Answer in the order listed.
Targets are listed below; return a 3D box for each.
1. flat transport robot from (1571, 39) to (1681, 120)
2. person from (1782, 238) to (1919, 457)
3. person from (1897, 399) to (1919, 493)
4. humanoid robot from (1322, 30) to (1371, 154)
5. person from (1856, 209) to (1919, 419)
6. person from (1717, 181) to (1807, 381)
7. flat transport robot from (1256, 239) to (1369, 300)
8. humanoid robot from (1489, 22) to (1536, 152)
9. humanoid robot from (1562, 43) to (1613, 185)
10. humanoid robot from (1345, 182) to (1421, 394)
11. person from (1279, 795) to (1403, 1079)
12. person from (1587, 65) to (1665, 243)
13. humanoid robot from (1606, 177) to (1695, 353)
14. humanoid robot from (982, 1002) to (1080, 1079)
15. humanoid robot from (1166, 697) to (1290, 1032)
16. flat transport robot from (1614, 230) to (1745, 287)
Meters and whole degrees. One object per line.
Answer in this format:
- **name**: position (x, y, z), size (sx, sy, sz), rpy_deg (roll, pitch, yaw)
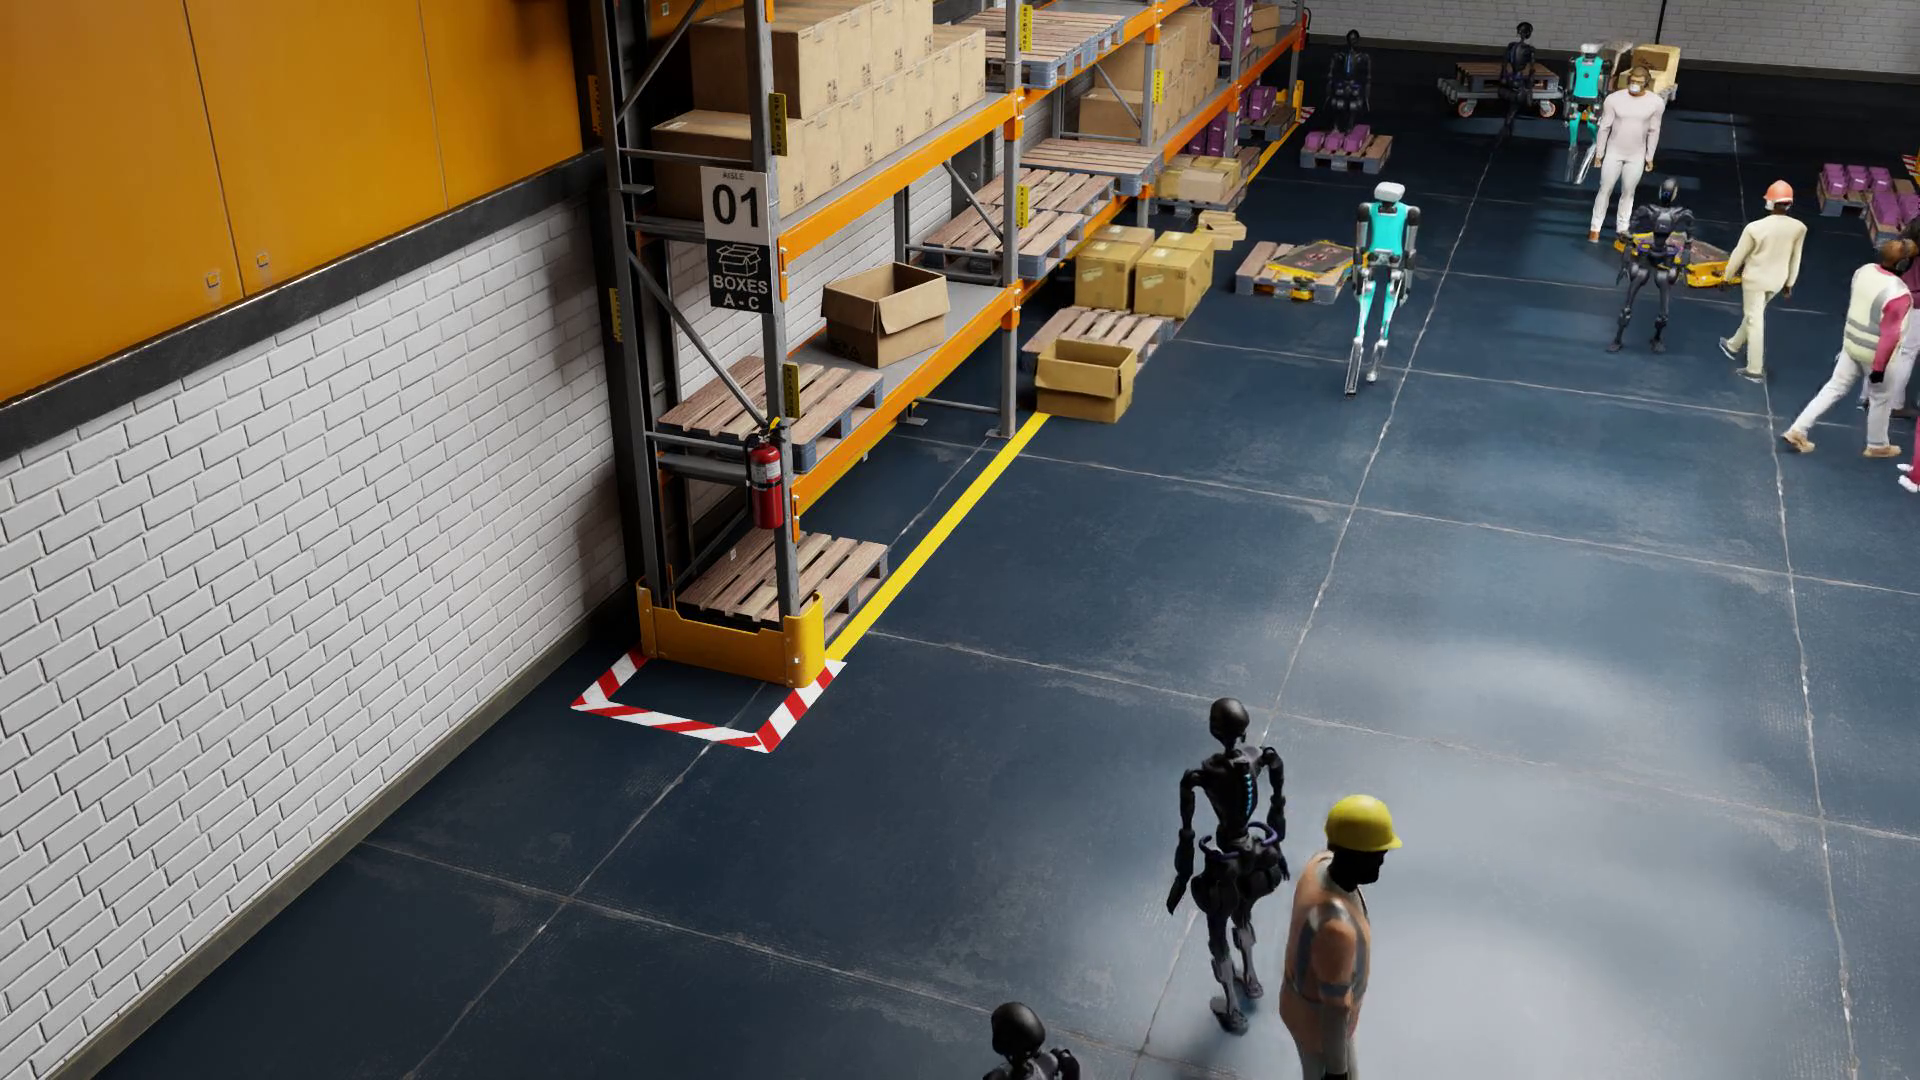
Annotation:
- **flat transport robot**: position (9.394, -6.168, 23.715), size (0.659, 0.231, 1.431), rpy_deg (20, 33, 33)
- **person**: position (7.048, -1.483, 12.953), size (0.898, 1.813, 0.629), rpy_deg (-4, 28, -8)
- **person**: position (7.386, -1.146, 12.509), size (0.343, 1.606, 0.533), rpy_deg (24, 36, 38)
- **humanoid robot**: position (4.920, -5.641, 21.154), size (0.602, 1.641, 0.397), rpy_deg (10, 29, 18)
- **person**: position (7.835, -1.953, 13.707), size (0.432, 1.948, 0.497), rpy_deg (-12, 30, -23)
- **person**: position (7.007, -2.323, 14.671), size (0.583, 1.710, 0.850), rpy_deg (-5, 28, -10)
- **flat transport robot**: position (3.656, -2.802, 17.185), size (0.659, 0.231, 1.431), rpy_deg (21, 34, 35)
- **humanoid robot**: position (7.281, -5.916, 21.712), size (0.720, 1.630, 0.603), rpy_deg (-13, 30, -23)
- **humanoid robot**: position (7.591, -5.103, 20.169), size (0.545, 1.884, 0.753), rpy_deg (16, 31, 29)
- **humanoid robot**: position (3.566, -2.064, 14.268), size (0.545, 1.893, 0.759), rpy_deg (11, 29, 20)
- **person**: position (1.362, 1.811, 6.460), size (0.707, 1.898, 0.598), rpy_deg (6, 28, 11)
- **person**: position (7.200, -4.165, 18.011), size (0.631, 1.936, 0.356), rpy_deg (7, 28, 14)
- **humanoid robot**: position (6.286, -2.493, 15.049), size (0.612, 1.636, 0.389), rpy_deg (9, 29, 17)
- **humanoid robot**: position (0.249, 2.311, 5.815), size (0.584, 1.630, 0.837), rpy_deg (-21, 34, -35)
- **humanoid robot**: position (1.222, 1.453, 7.410), size (0.610, 1.650, 0.391), rpy_deg (-12, 30, -23)
- **flat transport robot**: position (7.618, -2.983, 17.537), size (0.659, 0.231, 1.431), rpy_deg (-7, 28, -13)
